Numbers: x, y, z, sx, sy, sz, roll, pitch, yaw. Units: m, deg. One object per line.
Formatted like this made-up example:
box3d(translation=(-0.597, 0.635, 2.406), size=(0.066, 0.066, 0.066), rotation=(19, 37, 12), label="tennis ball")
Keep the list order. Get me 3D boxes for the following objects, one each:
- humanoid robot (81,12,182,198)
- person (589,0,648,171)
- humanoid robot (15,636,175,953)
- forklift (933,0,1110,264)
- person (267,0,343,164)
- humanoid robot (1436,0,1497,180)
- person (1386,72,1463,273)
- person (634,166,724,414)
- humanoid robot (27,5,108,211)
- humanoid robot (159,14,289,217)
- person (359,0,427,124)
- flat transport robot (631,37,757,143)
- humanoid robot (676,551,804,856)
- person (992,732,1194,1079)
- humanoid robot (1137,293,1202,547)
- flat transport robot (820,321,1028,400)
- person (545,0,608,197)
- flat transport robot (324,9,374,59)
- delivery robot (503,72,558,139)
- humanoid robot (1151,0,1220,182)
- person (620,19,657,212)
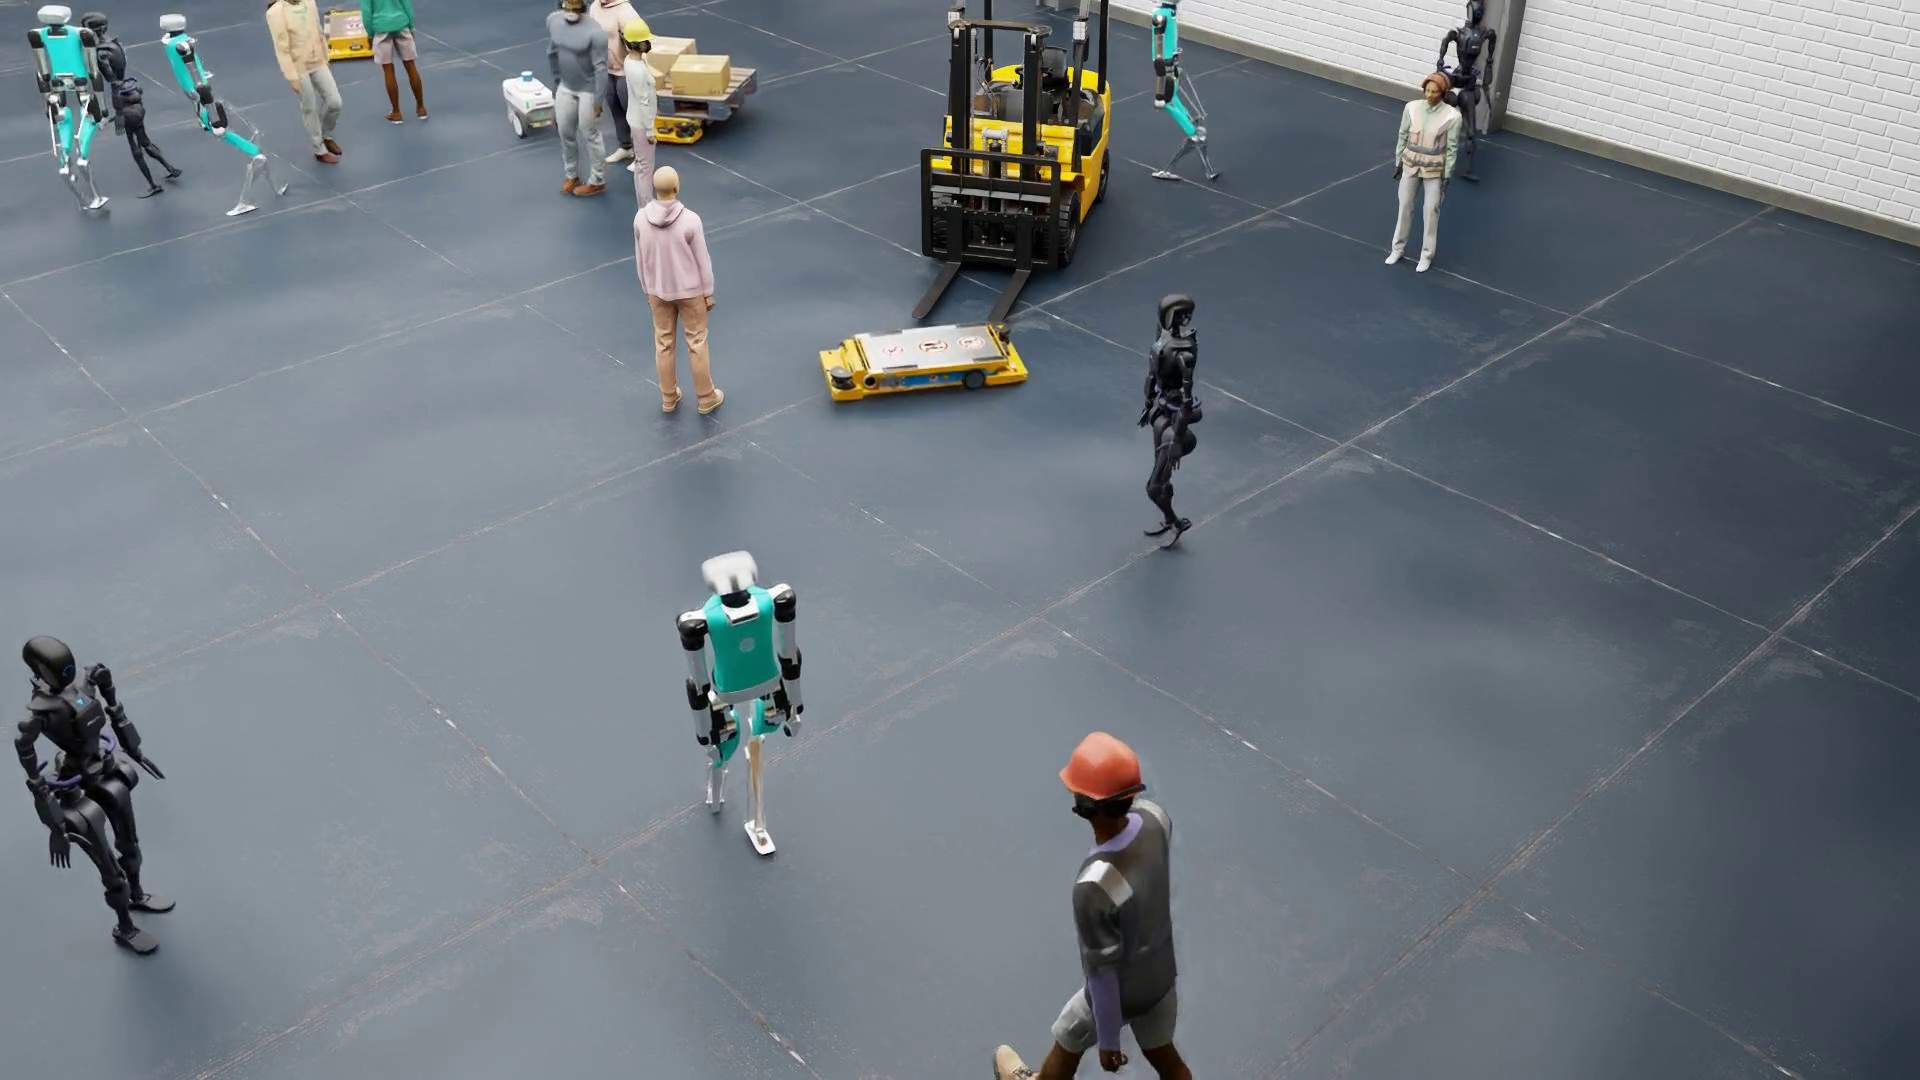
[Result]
box3d(translation=(-7.421, -3.919, 14.911), size=(0.456, 1.647, 0.595), rotation=(-10, 34, -16), label="humanoid robot")
box3d(translation=(-3.152, -4.376, 15.449), size=(0.786, 1.858, 0.440), rotation=(25, 41, 33), label="person")
box3d(translation=(-3.771, 1.071, 7.236), size=(0.359, 1.648, 0.609), rotation=(9, 34, 14), label="humanoid robot")
box3d(translation=(0.570, -3.725, 14.138), size=(1.214, 2.155, 2.313), rotation=(9, 34, 13), label="forklift")
box3d(translation=(-6.072, -4.395, 15.478), size=(0.429, 1.851, 0.587), rotation=(19, 38, 27), label="person")
box3d(translation=(4.607, -4.117, 15.223), size=(0.600, 1.635, 0.656), rotation=(-6, 34, -10), label="humanoid robot")
box3d(translation=(3.775, -2.994, 13.522), size=(0.513, 1.634, 0.312), rotation=(23, 39, 31), label="person")
box3d(translation=(-1.936, -1.683, 11.371), size=(0.523, 1.784, 0.401), rotation=(5, 33, 8), label="person")
box3d(translation=(-7.720, -3.655, 14.469), size=(0.547, 1.793, 0.821), rotation=(-5, 33, -8), label="humanoid robot")
box3d(translation=(-6.378, -3.737, 14.641), size=(0.878, 1.852, 0.549), rotation=(-23, 39, -31), label="humanoid robot")
box3d(translation=(-5.649, -5.069, 16.516), size=(0.505, 1.847, 0.380), rotation=(-17, 37, -25), label="person")
box3d(translation=(-2.773, -4.348, 16.856), size=(0.659, 0.231, 1.431), rotation=(7, 34, 11), label="flat transport robot")
box3d(translation=(-1.064, 0.754, 7.767), size=(0.553, 1.891, 0.787), rotation=(-15, 36, -21), label="humanoid robot")
box3d(translation=(0.563, 1.582, 6.170), size=(1.088, 1.975, 0.635), rotation=(21, 39, 29), label="person")
box3d(translation=(1.250, -0.731, 10.002), size=(0.331, 1.645, 0.588), rotation=(-9, 34, -14), label="humanoid robot")
box3d(translation=(-0.274, -1.313, 12.191), size=(1.431, 0.231, 0.659), rotation=(-7, 34, -10), label="flat transport robot")
box3d(translation=(-3.373, -3.983, 14.803), size=(0.659, 1.906, 0.417), rotation=(15, 36, 22), label="person")
box3d(translation=(-6.956, -5.828, 19.130), size=(0.659, 0.231, 1.431), rotation=(-9, 34, -14), label="flat transport robot")
box3d(translation=(-4.286, -4.379, 16.624), size=(0.499, 0.577, 0.769), rotation=(-19, 38, -26), label="delivery robot")
box3d(translation=(2.092, -4.048, 15.138), size=(0.812, 1.881, 0.543), rotation=(10, 34, 15), label="humanoid robot")
box3d(translation=(-2.707, -3.590, 14.318), size=(0.312, 1.769, 0.522), rotation=(-10, 34, -15), label="person")
